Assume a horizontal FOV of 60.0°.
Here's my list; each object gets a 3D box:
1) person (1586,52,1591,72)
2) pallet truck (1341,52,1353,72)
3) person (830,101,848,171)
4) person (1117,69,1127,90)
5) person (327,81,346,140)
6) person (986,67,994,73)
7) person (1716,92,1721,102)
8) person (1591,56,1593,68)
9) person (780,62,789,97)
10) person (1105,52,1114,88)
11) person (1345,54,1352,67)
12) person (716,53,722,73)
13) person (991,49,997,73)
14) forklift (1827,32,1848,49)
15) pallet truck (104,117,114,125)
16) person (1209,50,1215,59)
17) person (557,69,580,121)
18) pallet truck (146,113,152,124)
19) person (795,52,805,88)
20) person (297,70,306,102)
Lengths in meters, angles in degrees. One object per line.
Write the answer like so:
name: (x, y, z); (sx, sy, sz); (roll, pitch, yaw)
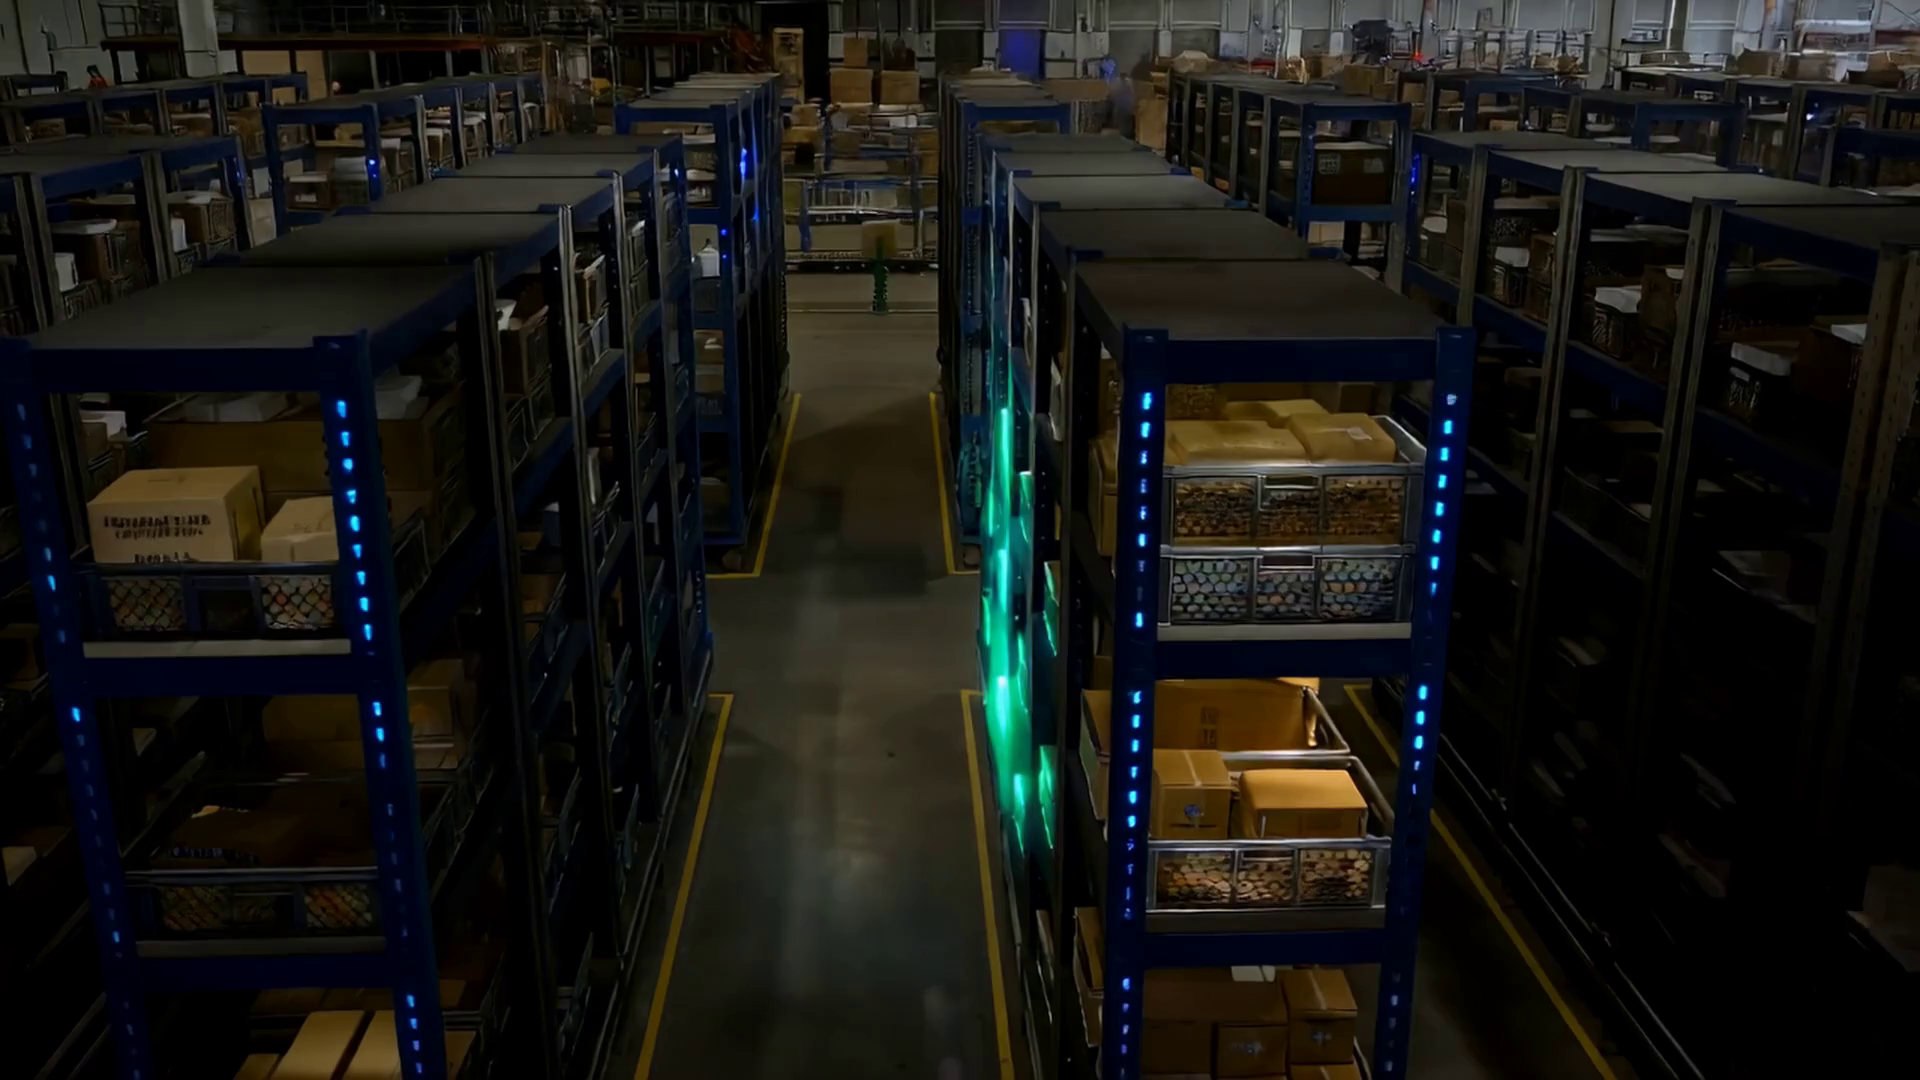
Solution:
person: (34.102, -25.701, 90.666); (0.753, 1.718, 0.490); (-16, 24, -40)
pallet truck: (18.794, -23.123, 82.231); (0.823, 1.965, 1.885); (-13, 22, -35)
person: (-3.125, -10.396, 43.054); (0.535, 1.868, 0.309); (-10, 21, -29)
person: (6.065, -16.850, 62.999); (1.007, 1.882, 0.653); (7, 19, 21)
person: (-20.184, -13.922, 53.963); (0.620, 1.867, 0.416); (-11, 21, -31)
person: (1.073, -16.413, 61.399); (0.535, 2.000, 0.674); (-1, 18, -2)
person: (26.142, -14.883, 56.850); (0.554, 1.921, 0.399); (9, 20, 25)
person: (34.886, -26.008, 91.431); (0.714, 1.824, 0.519); (-12, 21, -32)
person: (-7.128, -18.393, 67.585); (0.632, 1.997, 0.970); (15, 23, 38)
person: (7.873, -24.772, 87.584); (0.430, 1.844, 0.624); (14, 23, 37)
person: (19.517, -23.566, 83.827); (0.405, 1.856, 0.556); (-9, 20, -25)
person: (-13.321, -25.856, 91.252); (0.729, 1.656, 0.540); (-5, 19, -16)
person: (1.901, -25.725, 90.445); (0.779, 1.903, 0.592); (8, 20, 24)
forklift: (46.023, -25.321, 87.619); (1.129, 2.768, 1.873); (-1, 18, -2)
pallet truck: (-18.367, -7.885, 35.078); (1.885, 1.965, 0.823); (1, 18, 2)
person: (13.156, -24.723, 87.284); (1.016, 1.943, 0.610); (10, 20, 28)
person: (-14.864, -16.830, 62.892); (0.782, 1.920, 0.542); (-4, 18, -12)
pallet truck: (-18.087, -8.309, 36.390); (1.885, 1.965, 0.823); (-1, 18, -4)
person: (-8.406, -24.585, 86.905); (0.551, 1.911, 0.826); (-11, 21, -30)
person: (-24.787, -16.702, 62.525); (0.575, 1.898, 0.792); (-16, 24, -41)
